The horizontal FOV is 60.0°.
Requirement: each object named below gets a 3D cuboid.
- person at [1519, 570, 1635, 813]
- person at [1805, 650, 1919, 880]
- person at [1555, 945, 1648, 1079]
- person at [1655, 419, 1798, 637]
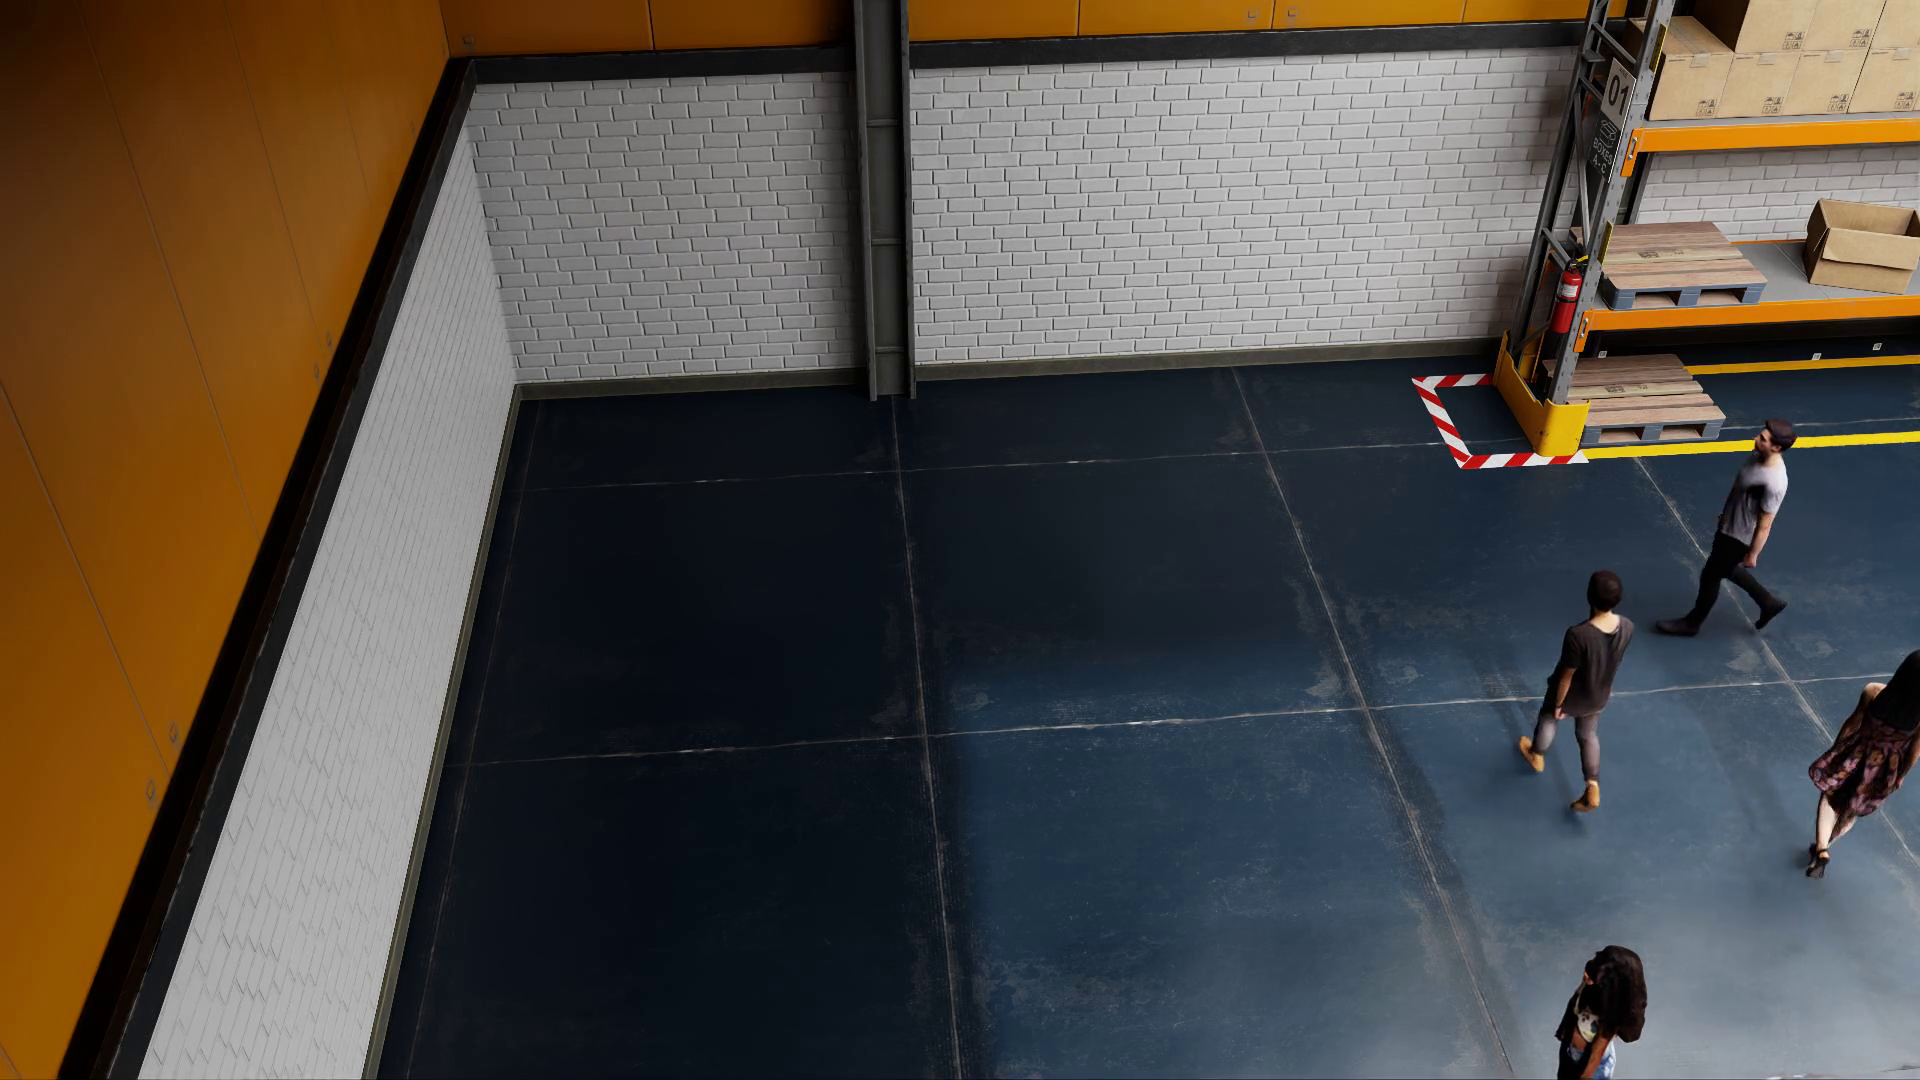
[{"bbox_3d":[3.846,0.950,10.177,0.969,1.690,0.713,-5,39,-7],"label":"person"},{"bbox_3d":[5.228,1.365,9.604,0.925,1.757,0.950,19,42,22],"label":"person"},{"bbox_3d":[3.088,2.559,8.218,0.598,1.621,0.583,2,39,2],"label":"person"},{"bbox_3d":[5.390,-0.039,11.292,1.144,1.844,0.892,7,39,9],"label":"person"}]
